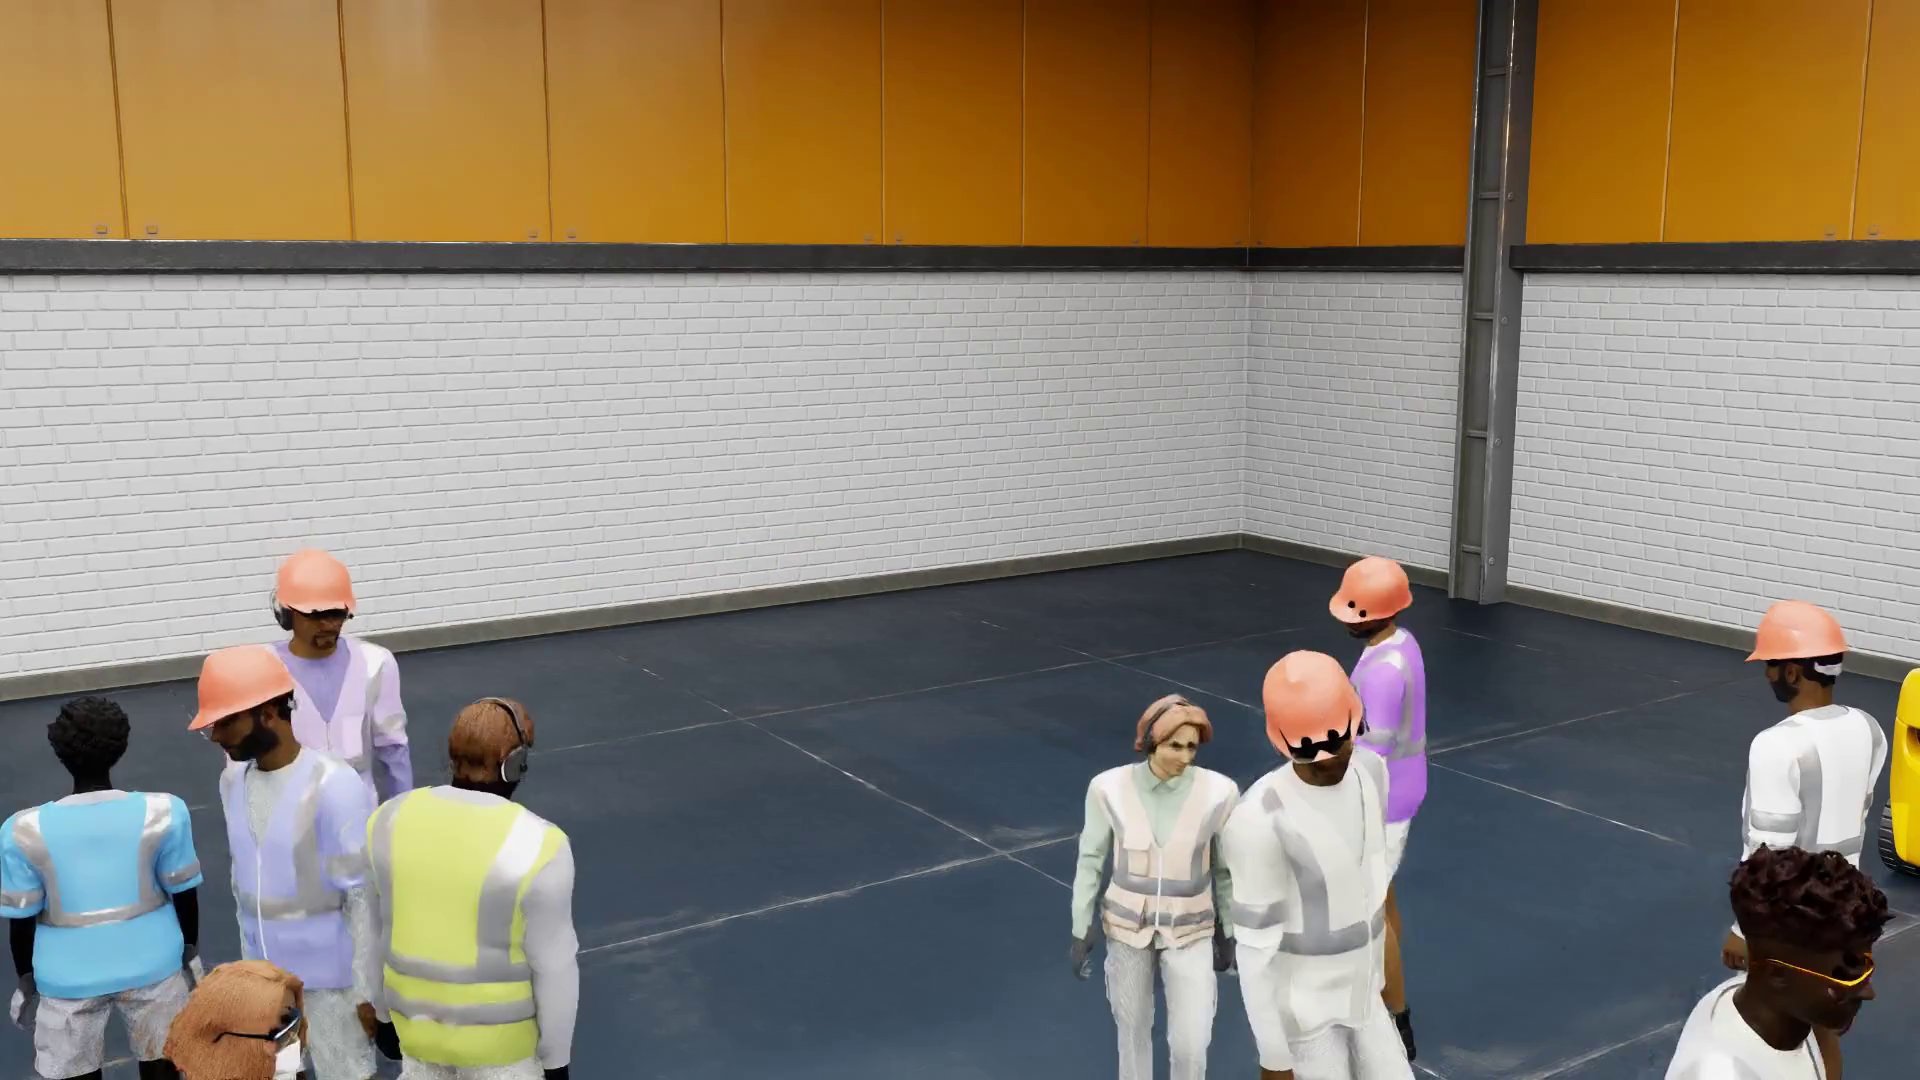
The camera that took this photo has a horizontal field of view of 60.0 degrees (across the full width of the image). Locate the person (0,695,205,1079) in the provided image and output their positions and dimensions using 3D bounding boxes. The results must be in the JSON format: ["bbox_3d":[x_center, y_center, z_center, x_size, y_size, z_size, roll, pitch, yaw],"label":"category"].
[{"bbox_3d":[-2.566,1.301,5.000,0.561,1.697,0.316,-5,11,-26],"label":"person"}]

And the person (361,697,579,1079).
[{"bbox_3d":[-1.337,1.340,4.433,0.663,1.817,0.660,3,10,17],"label":"person"}]

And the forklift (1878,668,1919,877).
[{"bbox_3d":[5.511,0.571,7.906,2.313,2.155,1.214,-6,11,-33],"label":"forklift"}]

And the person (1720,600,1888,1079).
[{"bbox_3d":[2.611,1.144,5.251,0.542,1.930,0.367,-6,11,-31],"label":"person"}]

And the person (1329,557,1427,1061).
[{"bbox_3d":[1.587,0.995,6.254,0.395,1.899,0.640,4,10,23],"label":"person"}]

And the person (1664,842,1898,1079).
[{"bbox_3d":[1.512,1.494,3.098,0.569,1.942,0.635,6,11,32],"label":"person"}]

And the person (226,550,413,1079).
[{"bbox_3d":[-2.291,0.999,5.966,0.615,1.996,1.061,-8,12,-41],"label":"person"}]

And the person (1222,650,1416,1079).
[{"bbox_3d":[0.945,1.237,4.494,0.672,1.990,0.490,-9,13,-43],"label":"person"}]

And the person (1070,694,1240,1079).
[{"bbox_3d":[0.623,1.286,5.319,0.538,1.617,0.526,2,10,10],"label":"person"}]

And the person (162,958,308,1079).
[{"bbox_3d":[-1.543,1.615,3.430,0.753,1.597,0.507,0,9,-2],"label":"person"}]

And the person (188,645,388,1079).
[{"bbox_3d":[-1.869,1.217,4.920,0.592,1.898,0.745,4,10,25],"label":"person"}]
